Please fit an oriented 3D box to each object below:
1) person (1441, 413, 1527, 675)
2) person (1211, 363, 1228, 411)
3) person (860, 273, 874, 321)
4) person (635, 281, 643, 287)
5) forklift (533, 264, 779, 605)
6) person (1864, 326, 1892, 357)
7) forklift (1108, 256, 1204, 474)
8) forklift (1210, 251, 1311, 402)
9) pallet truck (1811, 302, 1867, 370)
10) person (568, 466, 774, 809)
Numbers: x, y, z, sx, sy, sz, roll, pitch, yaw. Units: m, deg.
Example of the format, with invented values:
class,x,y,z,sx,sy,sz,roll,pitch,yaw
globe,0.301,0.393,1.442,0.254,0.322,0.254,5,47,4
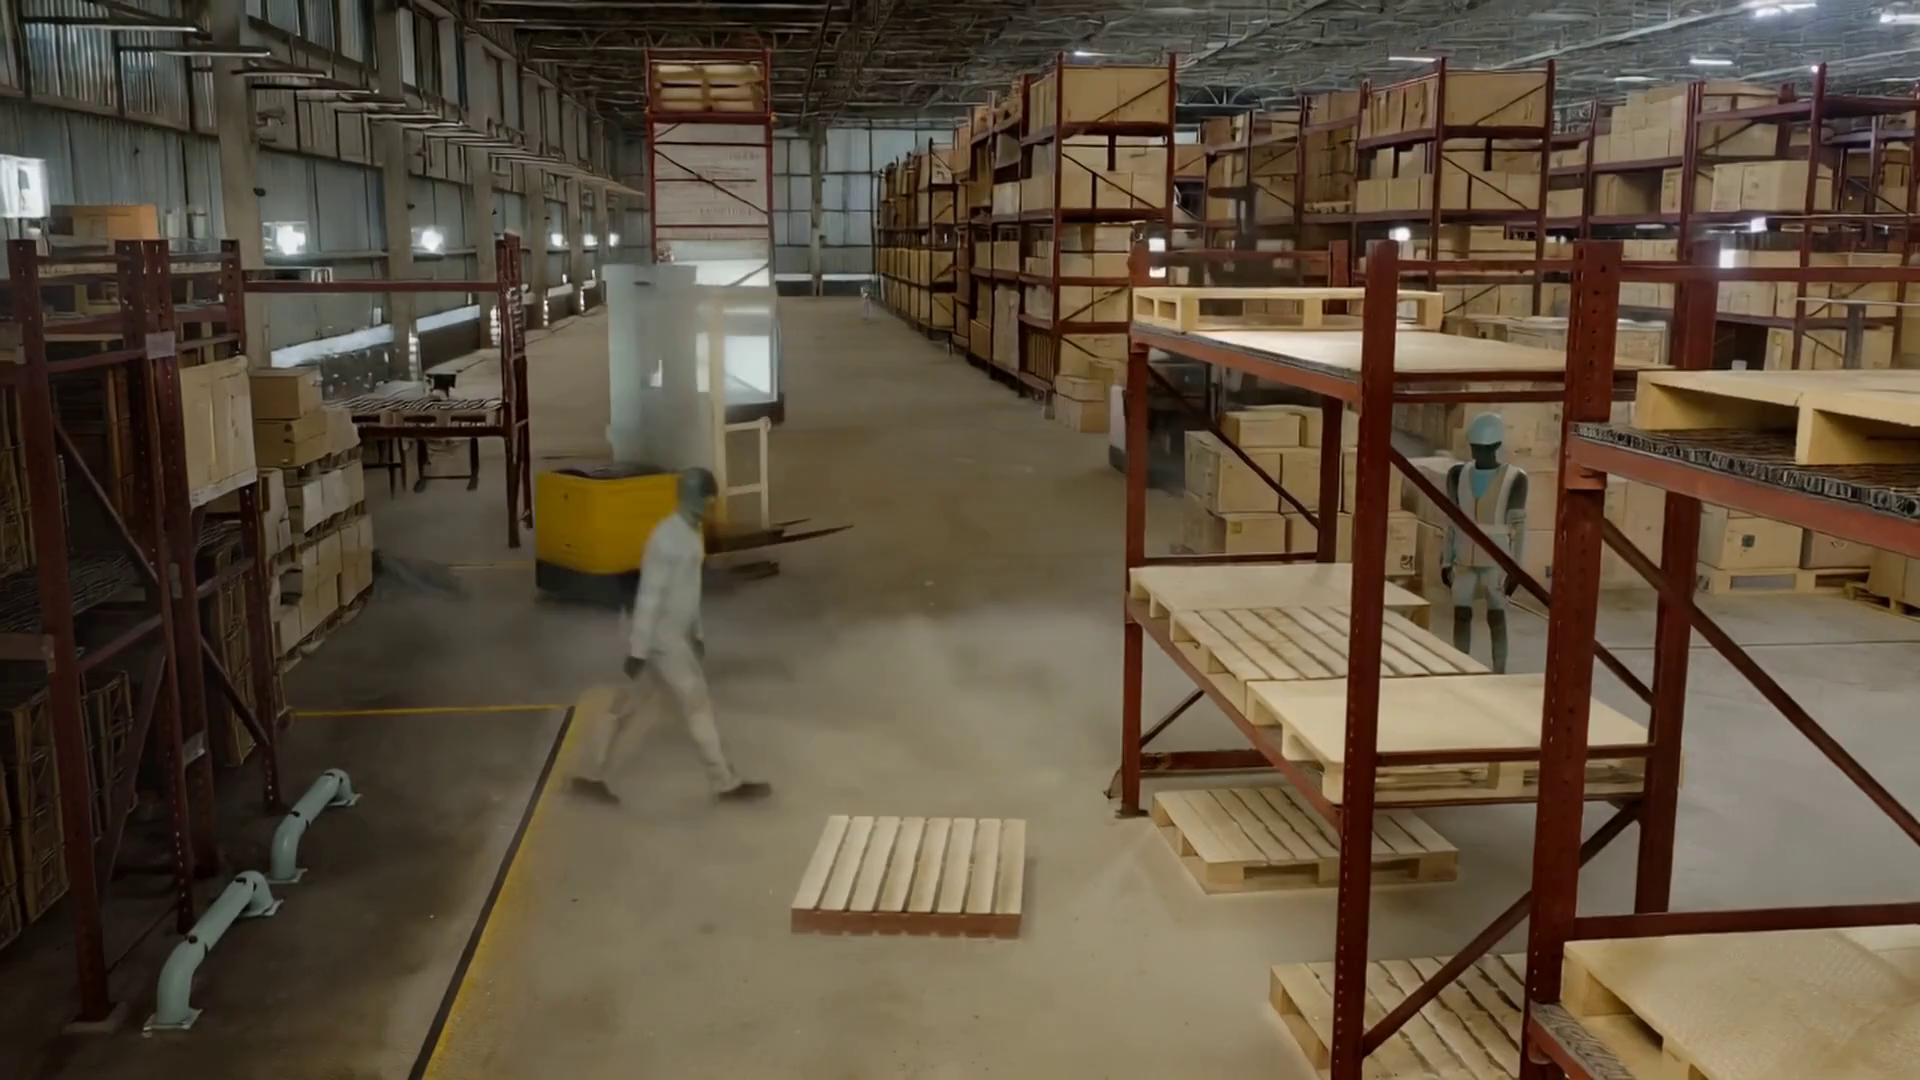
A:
class,x,y,z,sx,sy,sz,roll,pitch,yaw
person,3.395,0.129,10.876,0.542,1.928,0.399,9,13,40
person,4.615,-3.121,29.666,0.514,1.641,0.308,-8,13,-37
person,-3.496,-9.175,62.793,0.575,1.799,0.981,-3,11,-15
person,-14.185,-10.943,72.730,0.603,1.732,0.465,0,10,-3
forklift,-2.664,-0.980,14.365,1.129,2.768,1.873,9,14,42
person,17.620,-3.670,31.982,0.612,1.899,0.465,-1,10,-6
forklift,2.616,-2.259,21.448,1.129,2.768,1.873,-1,10,-6
forklift,5.590,-4.016,31.184,1.873,2.768,1.129,-1,10,-4
pallet truck,15.846,-3.142,28.793,1.885,1.965,0.823,2,10,12
person,-1.604,0.531,8.875,1.100,1.858,0.637,-1,10,-6
